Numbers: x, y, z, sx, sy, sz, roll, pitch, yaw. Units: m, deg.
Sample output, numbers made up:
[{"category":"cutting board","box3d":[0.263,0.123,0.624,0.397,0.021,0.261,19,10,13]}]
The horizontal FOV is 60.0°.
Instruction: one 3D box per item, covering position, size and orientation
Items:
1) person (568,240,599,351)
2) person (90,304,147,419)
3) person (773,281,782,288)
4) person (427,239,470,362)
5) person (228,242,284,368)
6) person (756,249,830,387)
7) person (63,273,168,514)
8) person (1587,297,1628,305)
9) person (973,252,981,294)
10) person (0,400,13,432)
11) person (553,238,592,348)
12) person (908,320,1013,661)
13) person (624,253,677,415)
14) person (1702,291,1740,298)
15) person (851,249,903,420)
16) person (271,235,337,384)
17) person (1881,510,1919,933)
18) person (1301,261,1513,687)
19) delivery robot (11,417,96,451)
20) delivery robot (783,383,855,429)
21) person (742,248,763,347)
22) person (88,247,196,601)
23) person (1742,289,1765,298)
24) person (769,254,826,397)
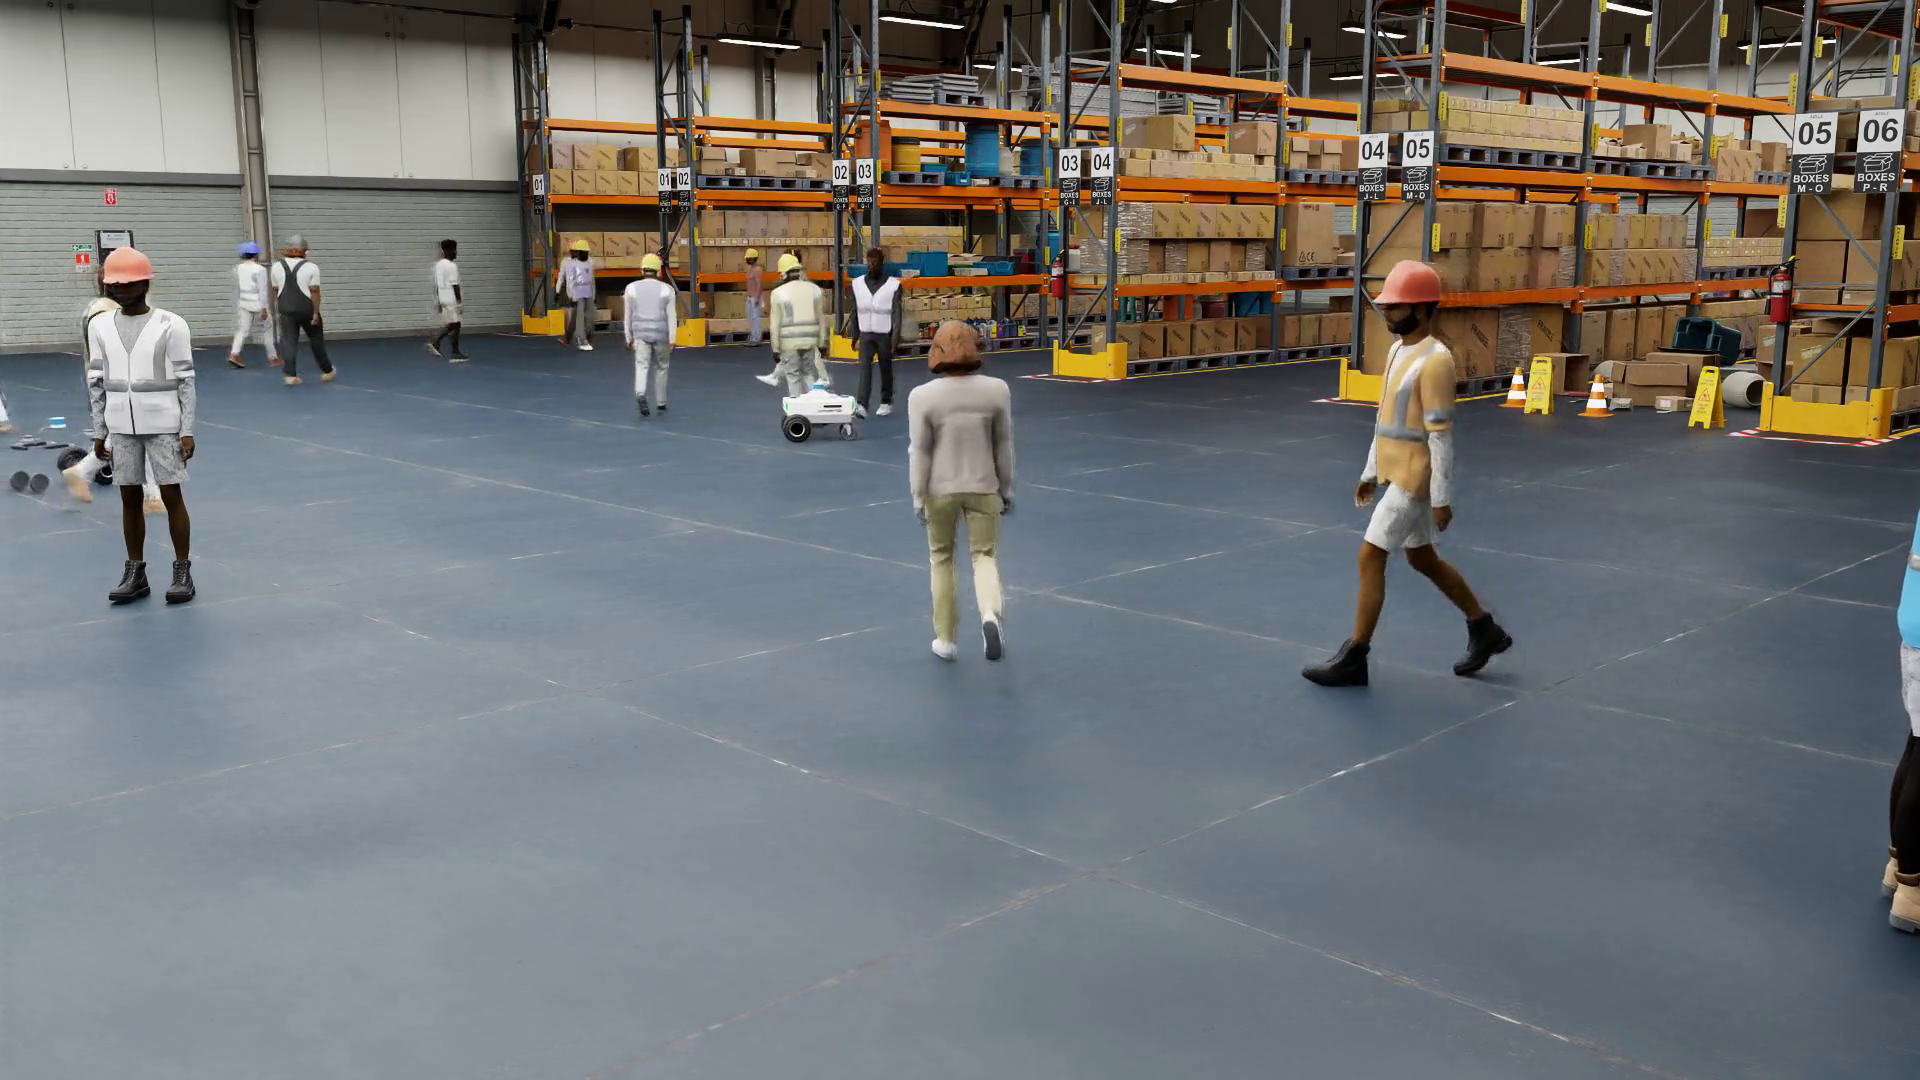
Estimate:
[{"category":"person","box3d":[-6.550,-4.261,28.999,0.416,1.912,0.619,6,12,31]},{"category":"person","box3d":[-8.834,-2.014,17.584,0.549,1.595,0.820,4,11,20]},{"category":"person","box3d":[-3.618,-5.043,33.621,0.591,1.781,0.924,9,14,41]},{"category":"person","box3d":[-8.138,-3.806,26.427,0.521,1.949,0.613,-8,13,-37]},{"category":"person","box3d":[-10.798,-3.578,25.306,0.617,1.912,0.969,4,11,21]},{"category":"person","box3d":[-2.175,-2.897,21.880,0.992,1.808,0.537,-2,11,-8]},{"category":"person","box3d":[-6.134,-1.101,12.057,0.796,1.819,0.633,-2,11,-8]},{"category":"person","box3d":[10.598,-3.934,27.182,0.660,1.924,0.444,10,14,43]},{"category":"person","box3d":[0.327,-5.937,38.954,0.382,1.613,0.496,-4,11,-22]},{"category":"person","box3d":[-10.109,-1.960,16.719,1.011,1.830,0.589,-2,11,-8]},{"category":"person","box3d":[-6.914,-4.396,29.660,0.627,1.928,1.055,6,12,29]},{"category":"person","box3d":[0.014,-0.212,7.734,0.512,1.612,0.589,-2,11,-10]},{"category":"person","box3d":[-3.442,-2.281,18.503,0.597,1.810,0.802,0,10,-1]},{"category":"person","box3d":[14.017,-4.542,30.620,1.004,1.879,0.567,-9,14,-40]},{"category":"person","box3d":[-0.927,-2.265,18.302,0.604,1.856,1.048,2,11,11]},{"category":"person","box3d":[-8.978,-3.151,22.726,0.692,2.000,1.002,0,10,2]},{"category":"person","box3d":[2.883,0.287,4.802,0.316,1.697,0.540,5,12,27]},{"category":"person","box3d":[2.069,-0.295,7.445,0.959,1.901,0.546,0,10,1]},{"category":"delivery robot","box3d":[-7.244,-0.870,13.370,0.335,0.223,0.698,6,12,30]},{"category":"delivery robot","box3d":[-1.395,-1.310,16.485,0.707,0.478,0.477,-1,10,-8]},{"category":"person","box3d":[-3.744,-4.389,30.116,0.320,1.768,0.531,-6,12,-30]},{"category":"person","box3d":[-4.476,-0.622,9.104,0.551,1.934,0.362,-1,10,-4]},{"category":"person","box3d":[15.141,-4.871,32.100,0.989,1.990,0.612,-2,11,-13]},{"category":"person","box3d":[-1.679,-2.017,17.053,0.605,1.811,0.425,-7,12,-33]}]
